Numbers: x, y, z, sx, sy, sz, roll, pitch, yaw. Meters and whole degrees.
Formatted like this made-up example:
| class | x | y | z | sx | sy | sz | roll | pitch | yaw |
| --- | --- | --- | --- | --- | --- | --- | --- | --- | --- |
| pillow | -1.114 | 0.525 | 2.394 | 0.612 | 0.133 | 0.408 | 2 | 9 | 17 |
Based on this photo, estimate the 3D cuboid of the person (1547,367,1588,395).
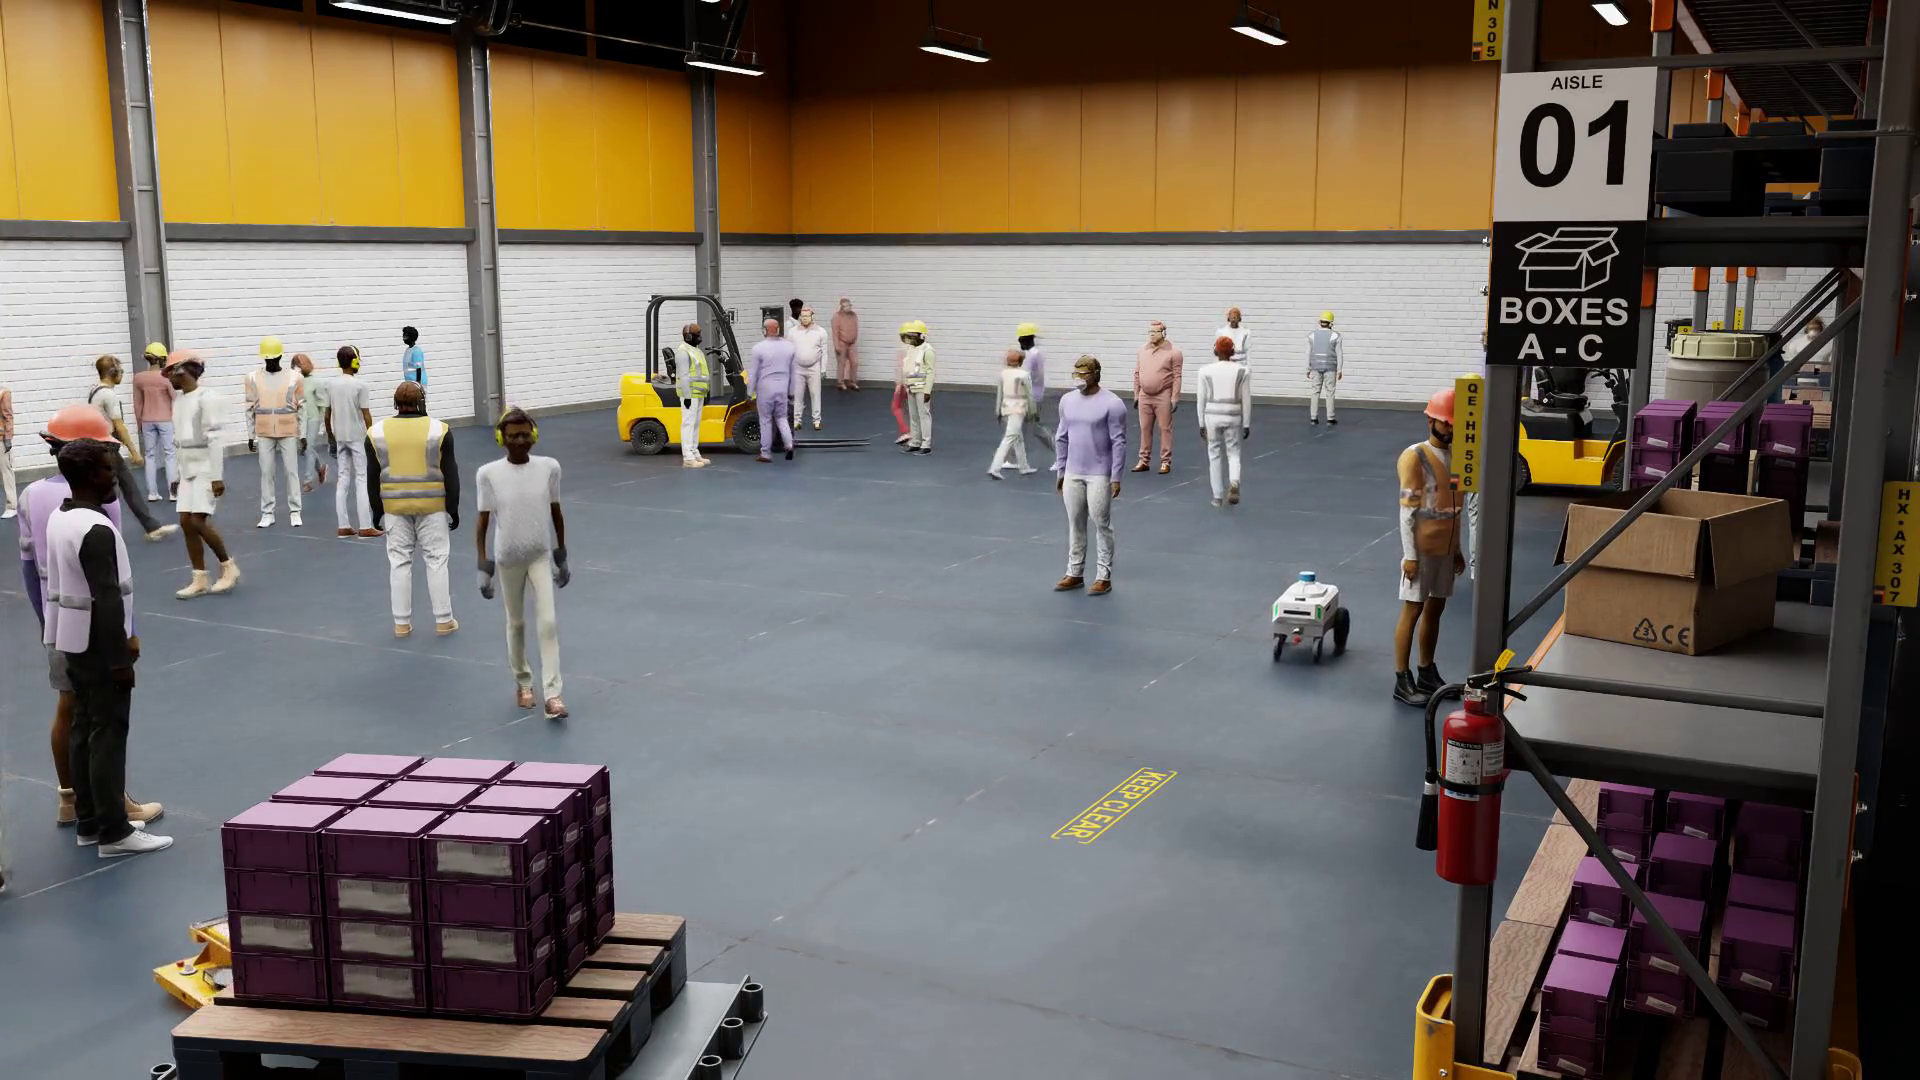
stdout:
| class | x | y | z | sx | sy | sz | roll | pitch | yaw |
| --- | --- | --- | --- | --- | --- | --- | --- | --- | --- |
| person | 8.294 | -2.224 | 22.948 | 0.689 | 2.000 | 0.537 | -1 | 10 | -5 |

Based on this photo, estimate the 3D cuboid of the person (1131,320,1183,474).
| class | x | y | z | sx | sy | sz | roll | pitch | yaw |
| --- | --- | --- | --- | --- | --- | --- | --- | --- | --- |
| person | 2.441 | -1.779 | 20.757 | 0.639 | 1.911 | 0.406 | 6 | 12 | 33 |

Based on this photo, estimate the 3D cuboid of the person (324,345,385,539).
| class | x | y | z | sx | sy | sz | roll | pitch | yaw |
| --- | --- | --- | --- | --- | --- | --- | --- | --- | --- |
| person | -5.864 | -0.942 | 16.036 | 0.535 | 1.864 | 0.309 | 3 | 10 | 16 |

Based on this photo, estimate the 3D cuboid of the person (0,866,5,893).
| class | x | y | z | sx | sy | sz | roll | pitch | yaw |
| --- | --- | --- | --- | --- | --- | --- | --- | --- | --- |
| person | -4.306 | 0.701 | 6.651 | 0.551 | 1.816 | 0.963 | 4 | 10 | 20 |

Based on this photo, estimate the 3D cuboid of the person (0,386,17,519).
| class | x | y | z | sx | sy | sz | roll | pitch | yaw |
| --- | --- | --- | --- | --- | --- | --- | --- | --- | --- |
| person | -10.037 | -1.037 | 17.237 | 0.513 | 1.641 | 0.307 | 1 | 10 | 8 |

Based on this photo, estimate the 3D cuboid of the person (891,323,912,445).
| class | x | y | z | sx | sy | sz | roll | pitch | yaw |
| --- | --- | --- | --- | --- | --- | --- | --- | --- | --- |
| person | -0.749 | -2.216 | 23.718 | 0.553 | 1.746 | 0.485 | -9 | 13 | -43 |

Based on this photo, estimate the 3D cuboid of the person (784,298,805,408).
| class | x | y | z | sx | sy | sz | roll | pitch | yaw |
| --- | --- | --- | --- | --- | --- | --- | --- | --- | --- |
| person | -2.915 | -3.272 | 29.281 | 0.397 | 1.957 | 0.609 | 2 | 10 | 12 |

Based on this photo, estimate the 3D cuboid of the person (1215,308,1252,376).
| class | x | y | z | sx | sy | sz | roll | pitch | yaw |
| --- | --- | --- | --- | --- | --- | --- | --- | --- | --- |
| person | 4.416 | -2.799 | 26.795 | 0.578 | 1.869 | 0.497 | 1 | 10 | 3 |

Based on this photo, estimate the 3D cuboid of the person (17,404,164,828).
| class | x | y | z | sx | sy | sz | roll | pitch | yaw |
| --- | --- | --- | --- | --- | --- | --- | --- | --- | --- |
| person | -4.144 | 0.371 | 7.924 | 0.615 | 2.039 | 0.386 | 4 | 11 | 23 |

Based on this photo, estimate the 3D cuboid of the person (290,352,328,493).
| class | x | y | z | sx | sy | sz | roll | pitch | yaw |
| --- | --- | --- | --- | --- | --- | --- | --- | --- | --- |
| person | -7.553 | -1.377 | 19.299 | 0.507 | 1.612 | 0.699 | 2 | 10 | 11 |

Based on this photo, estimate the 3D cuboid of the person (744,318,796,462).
| class | x | y | z | sx | sy | sz | roll | pitch | yaw |
| --- | --- | --- | --- | --- | --- | --- | --- | --- | --- |
| person | -2.484 | -1.952 | 21.786 | 0.672 | 1.898 | 0.481 | -7 | 12 | -36 |

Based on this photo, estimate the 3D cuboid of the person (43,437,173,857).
| class | x | y | z | sx | sy | sz | roll | pitch | yaw |
| --- | --- | --- | --- | --- | --- | --- | --- | --- | --- |
| person | -3.938 | 0.489 | 7.588 | 0.387 | 1.921 | 0.594 | -10 | 14 | -44 |

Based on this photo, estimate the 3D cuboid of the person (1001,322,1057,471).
| class | x | y | z | sx | sy | sz | roll | pitch | yaw |
| --- | --- | --- | --- | --- | --- | --- | --- | --- | --- |
| person | 0.934 | -1.807 | 20.967 | 0.901 | 1.891 | 0.584 | 0 | 10 | 1 |

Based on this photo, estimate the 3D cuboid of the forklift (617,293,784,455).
| class | x | y | z | sx | sy | sz | roll | pitch | yaw |
| --- | --- | --- | --- | --- | --- | --- | --- | --- | --- |
| forklift | -3.588 | -2.317 | 23.042 | 2.313 | 2.155 | 1.214 | -1 | 10 | -5 |

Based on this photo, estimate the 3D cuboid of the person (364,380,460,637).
| class | x | y | z | sx | sy | sz | roll | pitch | yaw |
| --- | --- | --- | --- | --- | --- | --- | --- | --- | --- |
| person | -3.907 | -0.222 | 11.937 | 0.634 | 1.841 | 0.429 | -1 | 10 | -9 |

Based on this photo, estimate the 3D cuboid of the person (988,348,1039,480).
| class | x | y | z | sx | sy | sz | roll | pitch | yaw |
| --- | --- | --- | --- | --- | --- | --- | --- | --- | --- |
| person | 0.637 | -1.543 | 20.290 | 0.870 | 1.594 | 0.512 | -8 | 12 | -38 |

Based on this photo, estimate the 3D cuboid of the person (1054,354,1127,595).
| class | x | y | z | sx | sy | sz | roll | pitch | yaw |
| --- | --- | --- | --- | --- | --- | --- | --- | --- | --- |
| person | 1.041 | -0.526 | 13.412 | 0.634 | 1.937 | 0.355 | 8 | 12 | 38 |

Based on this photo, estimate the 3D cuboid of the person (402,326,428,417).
| class | x | y | z | sx | sy | sz | roll | pitch | yaw |
| --- | --- | --- | --- | --- | --- | --- | --- | --- | --- |
| person | -7.953 | -2.276 | 24.273 | 0.321 | 1.690 | 0.536 | -7 | 12 | -35 |

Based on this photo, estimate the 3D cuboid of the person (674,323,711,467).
| class | x | y | z | sx | sy | sz | roll | pitch | yaw |
| --- | --- | --- | --- | --- | --- | --- | --- | --- | --- |
| person | -3.432 | -1.862 | 21.434 | 0.429 | 1.845 | 0.622 | 1 | 10 | 7 |

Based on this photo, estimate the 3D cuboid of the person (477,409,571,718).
| class | x | y | z | sx | sy | sz | roll | pitch | yaw |
| --- | --- | --- | --- | --- | --- | --- | --- | --- | --- |
| person | -2.554 | 0.153 | 9.778 | 0.565 | 1.829 | 0.897 | -4 | 11 | -21 |

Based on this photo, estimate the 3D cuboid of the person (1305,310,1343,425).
| class | x | y | z | sx | sy | sz | roll | pitch | yaw |
| --- | --- | --- | --- | --- | --- | --- | --- | --- | --- |
| person | 5.827 | -2.746 | 26.572 | 0.602 | 1.830 | 0.404 | 5 | 11 | 28 |

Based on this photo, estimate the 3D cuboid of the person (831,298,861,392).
| class | x | y | z | sx | sy | sz | roll | pitch | yaw |
| --- | --- | --- | --- | --- | --- | --- | --- | --- | --- |
| person | -2.241 | -3.844 | 32.871 | 0.679 | 1.851 | 0.771 | -7 | 12 | -35 |

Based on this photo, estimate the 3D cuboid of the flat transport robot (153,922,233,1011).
| class | x | y | z | sx | sy | sz | roll | pitch | yaw |
| --- | --- | --- | --- | --- | --- | --- | --- | --- | --- |
| flat transport robot | -2.274 | 1.507 | 6.468 | 0.652 | 0.197 | 1.431 | 9 | 13 | 42 |

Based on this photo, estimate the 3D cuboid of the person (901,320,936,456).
| class | x | y | z | sx | sy | sz | roll | pitch | yaw |
| --- | --- | --- | --- | --- | --- | --- | --- | --- | --- |
| person | -0.576 | -2.065 | 22.619 | 0.404 | 1.837 | 0.596 | -6 | 12 | -33 |

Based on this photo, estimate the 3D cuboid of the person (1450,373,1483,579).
| class | x | y | z | sx | sy | sz | roll | pitch | yaw |
| --- | --- | --- | --- | --- | --- | --- | --- | --- | --- |
| person | 4.282 | -0.539 | 14.060 | 0.489 | 1.743 | 0.295 | 4 | 11 | 24 |

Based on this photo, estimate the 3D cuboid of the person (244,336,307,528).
| class | x | y | z | sx | sy | sz | roll | pitch | yaw |
| --- | --- | --- | --- | --- | --- | --- | --- | --- | --- |
| person | -6.850 | -1.080 | 16.680 | 0.584 | 1.918 | 0.376 | -2 | 10 | -13 |

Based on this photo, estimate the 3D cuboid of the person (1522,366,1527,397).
| class | x | y | z | sx | sy | sz | roll | pitch | yaw |
| --- | --- | --- | --- | --- | --- | --- | --- | --- | --- |
| person | 7.680 | -2.175 | 22.968 | 0.359 | 1.938 | 0.545 | 3 | 10 | 19 |

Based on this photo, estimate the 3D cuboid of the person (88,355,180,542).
| class | x | y | z | sx | sy | sz | roll | pitch | yaw |
| --- | --- | --- | --- | --- | --- | --- | --- | --- | --- |
| person | -7.862 | -0.822 | 15.558 | 0.884 | 1.797 | 0.550 | -6 | 12 | -32 |

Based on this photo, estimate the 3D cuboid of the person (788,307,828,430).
| class | x | y | z | sx | sy | sz | roll | pitch | yaw |
| --- | --- | --- | --- | --- | --- | --- | --- | --- | --- |
| person | -2.375 | -2.650 | 25.803 | 0.643 | 1.909 | 0.410 | 0 | 10 | 1 |

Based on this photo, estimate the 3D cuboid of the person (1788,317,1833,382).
| class | x | y | z | sx | sy | sz | roll | pitch | yaw |
| --- | --- | --- | --- | --- | --- | --- | --- | --- | --- |
| person | 11.434 | -2.039 | 22.338 | 0.633 | 1.885 | 1.025 | 4 | 11 | 23 |

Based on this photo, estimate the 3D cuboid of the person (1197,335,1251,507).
| class | x | y | z | sx | sy | sz | roll | pitch | yaw |
| --- | --- | --- | --- | --- | --- | --- | --- | --- | --- |
| person | 2.840 | -1.265 | 17.915 | 0.573 | 1.870 | 0.500 | 1 | 10 | 5 |

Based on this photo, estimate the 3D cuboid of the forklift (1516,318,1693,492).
| class | x | y | z | sx | sy | sz | roll | pitch | yaw |
| --- | --- | --- | --- | --- | --- | --- | --- | --- | --- |
| forklift | 7.066 | -1.601 | 18.899 | 2.313 | 2.155 | 1.214 | 5 | 11 | 27 |

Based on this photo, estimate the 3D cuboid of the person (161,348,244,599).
| class | x | y | z | sx | sy | sz | roll | pitch | yaw |
| --- | --- | --- | --- | --- | --- | --- | --- | --- | --- |
| person | -6.124 | -0.525 | 13.264 | 0.644 | 1.987 | 0.465 | 6 | 12 | 32 |

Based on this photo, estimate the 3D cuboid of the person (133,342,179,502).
| class | x | y | z | sx | sy | sz | roll | pitch | yaw |
| --- | --- | --- | --- | --- | --- | --- | --- | --- | --- |
| person | -8.833 | -1.296 | 18.381 | 0.533 | 1.765 | 0.329 | 1 | 10 | 5 |

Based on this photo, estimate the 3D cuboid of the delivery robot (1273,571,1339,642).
| class | x | y | z | sx | sy | sz | roll | pitch | yaw |
| --- | --- | --- | --- | --- | --- | --- | --- | --- | --- |
| delivery robot | 2.382 | 0.461 | 11.433 | 0.477 | 0.478 | 0.707 | 4 | 11 | 22 |

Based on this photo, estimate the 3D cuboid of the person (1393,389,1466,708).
| class | x | y | z | sx | sy | sz | roll | pitch | yaw |
| --- | --- | --- | --- | --- | --- | --- | --- | --- | --- |
| person | 2.895 | 0.046 | 10.129 | 0.542 | 1.930 | 0.375 | -7 | 12 | -36 |

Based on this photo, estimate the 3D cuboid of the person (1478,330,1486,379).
| class | x | y | z | sx | sy | sz | roll | pitch | yaw |
| --- | --- | --- | --- | --- | --- | --- | --- | --- | --- |
| person | 6.427 | -1.683 | 20.479 | 0.847 | 1.806 | 0.592 | -1 | 10 | -6 |
